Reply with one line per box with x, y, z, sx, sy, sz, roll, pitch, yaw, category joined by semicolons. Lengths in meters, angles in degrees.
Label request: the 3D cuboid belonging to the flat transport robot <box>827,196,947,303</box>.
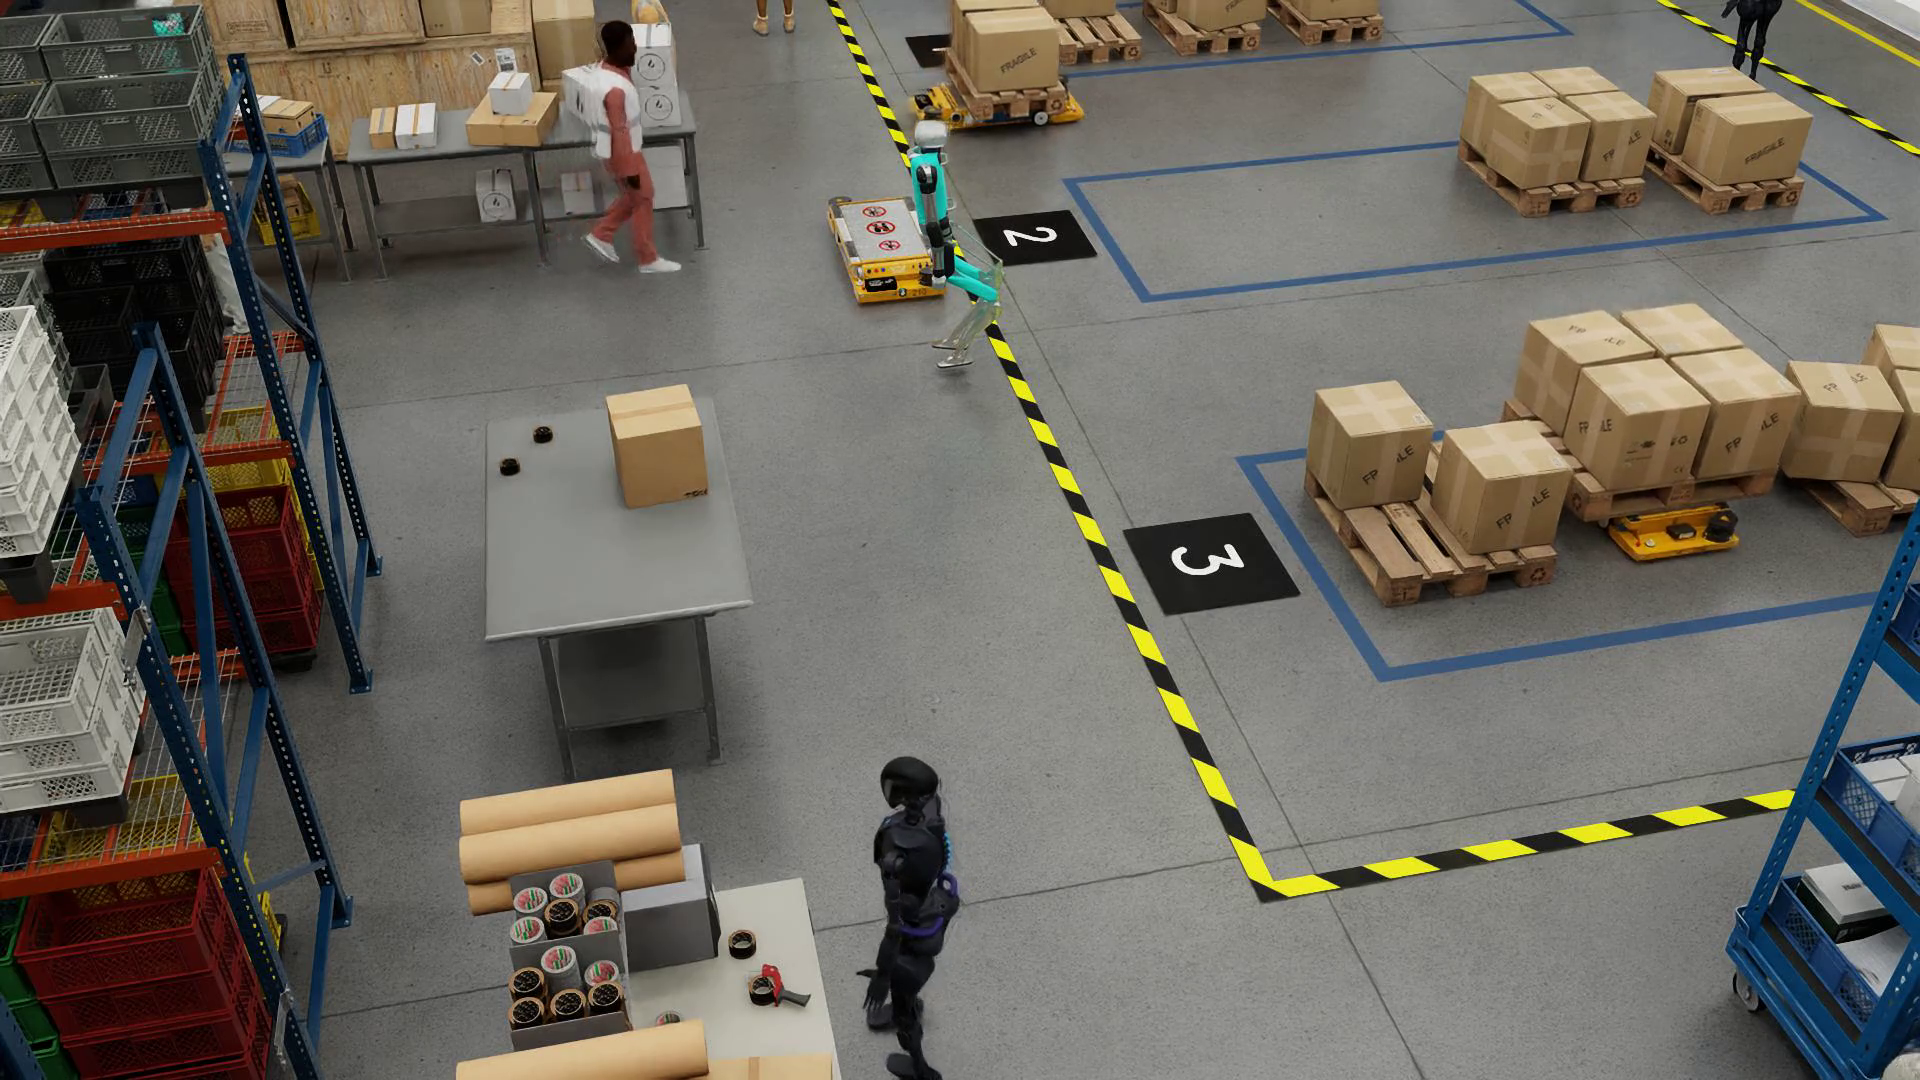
-0.570;-2.220;12.538;0.659;0.231;1.431;-8;37;-10;flat transport robot

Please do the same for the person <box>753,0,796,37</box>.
-1.855;-5.890;15.987;0.613;2.041;0.375;-10;38;-14;person

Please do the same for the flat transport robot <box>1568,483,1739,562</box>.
4.022;-0.399;10.067;0.652;0.197;1.431;-8;37;-10;flat transport robot

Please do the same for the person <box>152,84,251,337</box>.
-5.072;-2.179;11.165;0.396;1.839;0.563;-18;40;-23;person

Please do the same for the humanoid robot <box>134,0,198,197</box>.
-6.282;-3.369;12.896;1.022;1.778;0.530;9;38;12;humanoid robot

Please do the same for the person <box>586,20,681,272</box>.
-2.421;-2.790;11.932;0.581;1.901;0.596;-5;37;-7;person

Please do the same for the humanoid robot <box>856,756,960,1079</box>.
-0.238;1.489;6.375;0.418;1.649;0.612;11;38;14;humanoid robot

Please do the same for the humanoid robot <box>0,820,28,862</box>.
-4.446;0.854;7.217;0.355;1.648;0.588;-1;37;-1;humanoid robot

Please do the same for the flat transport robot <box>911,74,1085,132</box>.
0.333;-3.880;14.746;1.431;0.197;0.652;-8;37;-10;flat transport robot

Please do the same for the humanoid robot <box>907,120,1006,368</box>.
0.035;-1.905;10.774;0.735;1.675;0.533;-2;37;-2;humanoid robot

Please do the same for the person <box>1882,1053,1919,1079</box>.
3.172;2.112;5.454;0.572;1.804;0.760;13;39;17;person

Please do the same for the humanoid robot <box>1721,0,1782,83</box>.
7.166;-4.883;14.922;0.599;1.659;0.315;-15;39;-19;humanoid robot

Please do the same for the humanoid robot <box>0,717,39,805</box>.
-4.676;0.567;7.599;0.339;1.657;0.590;4;37;5;humanoid robot

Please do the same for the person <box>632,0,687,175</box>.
-2.356;-3.687;13.112;0.359;1.938;0.544;-10;38;-13;person
